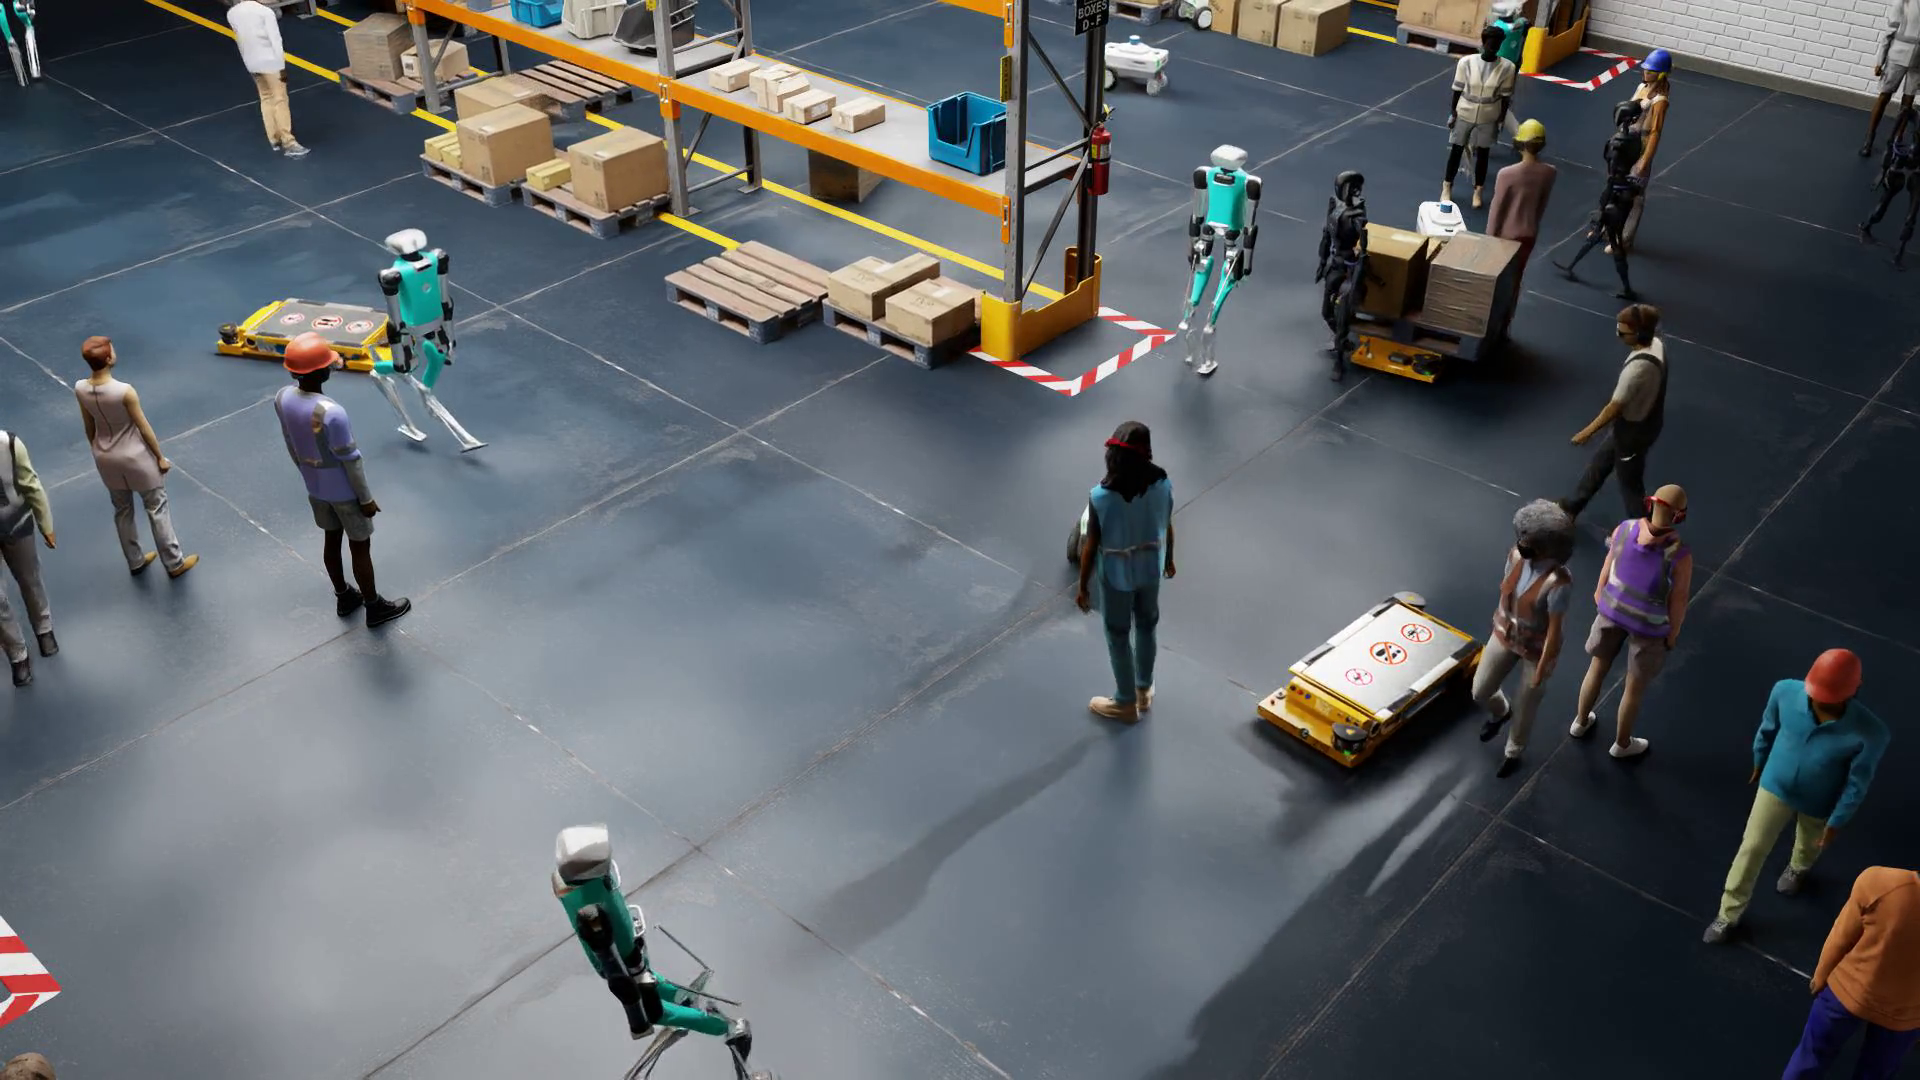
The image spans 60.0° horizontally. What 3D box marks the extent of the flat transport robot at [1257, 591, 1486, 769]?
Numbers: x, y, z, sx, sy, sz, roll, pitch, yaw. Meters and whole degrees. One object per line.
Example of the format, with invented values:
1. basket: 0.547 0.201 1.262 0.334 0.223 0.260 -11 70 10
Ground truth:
1. flat transport robot: 2.435 0.784 9.675 1.431 0.231 0.659 -28 44 -35

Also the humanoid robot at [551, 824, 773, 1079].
1. humanoid robot: -1.152 1.797 6.944 0.923 1.778 0.575 -12 36 -16

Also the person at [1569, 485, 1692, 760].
1. person: 3.614 0.439 8.922 0.347 1.690 0.483 -26 42 -32

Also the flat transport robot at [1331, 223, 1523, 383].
1. flat transport robot: 3.678 -1.690 13.258 0.659 0.231 1.431 18 39 25

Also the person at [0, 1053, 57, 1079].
1. person: -3.151 2.441 6.048 0.481 1.660 0.338 -16 38 -21

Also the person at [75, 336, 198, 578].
1. person: -5.159 -0.497 10.312 0.454 1.653 0.274 4 35 6

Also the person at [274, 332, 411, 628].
1. person: -3.681 -0.347 9.846 0.549 1.937 0.354 18 39 24

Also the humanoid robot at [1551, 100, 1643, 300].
1. humanoid robot: 5.357 -2.793 13.660 0.803 1.619 0.604 22 40 28

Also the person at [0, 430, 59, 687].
1. person: -5.478 -0.005 9.465 0.615 1.803 0.679 -20 39 -26

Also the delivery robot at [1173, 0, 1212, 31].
1. delivery robot: 2.964 -6.429 19.887 0.781 0.610 0.514 -18 38 -24

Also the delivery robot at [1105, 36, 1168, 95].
1. delivery robot: 1.853 -5.157 18.047 0.803 0.614 0.499 14 37 20

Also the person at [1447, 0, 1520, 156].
1. person: 5.244 -4.591 16.067 0.693 1.866 0.553 20 39 26

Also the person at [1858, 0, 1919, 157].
1. person: 9.165 -4.632 16.065 0.548 1.927 0.390 13 37 18

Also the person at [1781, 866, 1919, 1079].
1. person: 3.707 1.820 6.679 0.516 1.973 0.400 19 39 26

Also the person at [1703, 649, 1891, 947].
1. person: 4.018 1.139 7.895 0.542 1.704 0.847 29 44 35

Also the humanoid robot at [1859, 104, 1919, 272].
1. humanoid robot: 8.141 -3.186 14.224 0.603 1.644 0.729 6 35 9

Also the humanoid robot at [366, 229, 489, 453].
1. humanoid robot: -3.793 -1.353 11.481 1.026 1.732 0.544 21 40 28

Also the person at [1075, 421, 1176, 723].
1. person: 0.935 0.196 9.131 0.611 1.852 0.396 -11 36 -16

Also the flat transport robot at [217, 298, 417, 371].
1. flat transport robot: -5.068 -1.630 13.172 1.431 0.231 0.659 8 35 11

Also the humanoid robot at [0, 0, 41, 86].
1. humanoid robot: -10.219 -5.722 17.888 0.553 1.882 0.751 -12 36 -17

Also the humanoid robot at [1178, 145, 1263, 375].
1. humanoid robot: 1.861 -1.991 12.415 0.538 1.812 0.666 19 39 25

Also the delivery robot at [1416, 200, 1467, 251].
1. delivery robot: 4.164 -2.642 14.374 0.499 0.581 0.774 3 35 4

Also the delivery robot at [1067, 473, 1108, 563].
1. delivery robot: 1.026 -0.150 10.779 0.499 0.598 0.777 13 37 17

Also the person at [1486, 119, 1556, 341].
1. person: 4.314 -2.438 13.043 0.532 1.746 0.553 -6 35 -9

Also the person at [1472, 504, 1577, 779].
1. person: 2.961 0.545 8.779 0.366 1.673 0.413 -28 43 -34

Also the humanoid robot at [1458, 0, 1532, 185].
1. humanoid robot: 4.860 -4.233 15.686 0.556 1.808 0.746 -19 39 -26

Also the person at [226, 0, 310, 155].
1. person: -6.758 -4.652 16.284 0.713 1.703 0.376 16 38 21

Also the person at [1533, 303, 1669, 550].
1. person: 4.119 -0.696 10.484 0.882 1.789 0.530 19 39 25

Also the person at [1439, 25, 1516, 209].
1. person: 4.711 -3.851 15.138 0.533 1.695 0.320 10 36 14

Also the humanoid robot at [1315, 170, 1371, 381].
1. humanoid robot: 2.928 -2.013 12.494 0.470 1.646 0.599 -13 37 -18

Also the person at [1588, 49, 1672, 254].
1. person: 5.818 -3.350 14.333 0.305 1.781 0.462 -6 35 -8
